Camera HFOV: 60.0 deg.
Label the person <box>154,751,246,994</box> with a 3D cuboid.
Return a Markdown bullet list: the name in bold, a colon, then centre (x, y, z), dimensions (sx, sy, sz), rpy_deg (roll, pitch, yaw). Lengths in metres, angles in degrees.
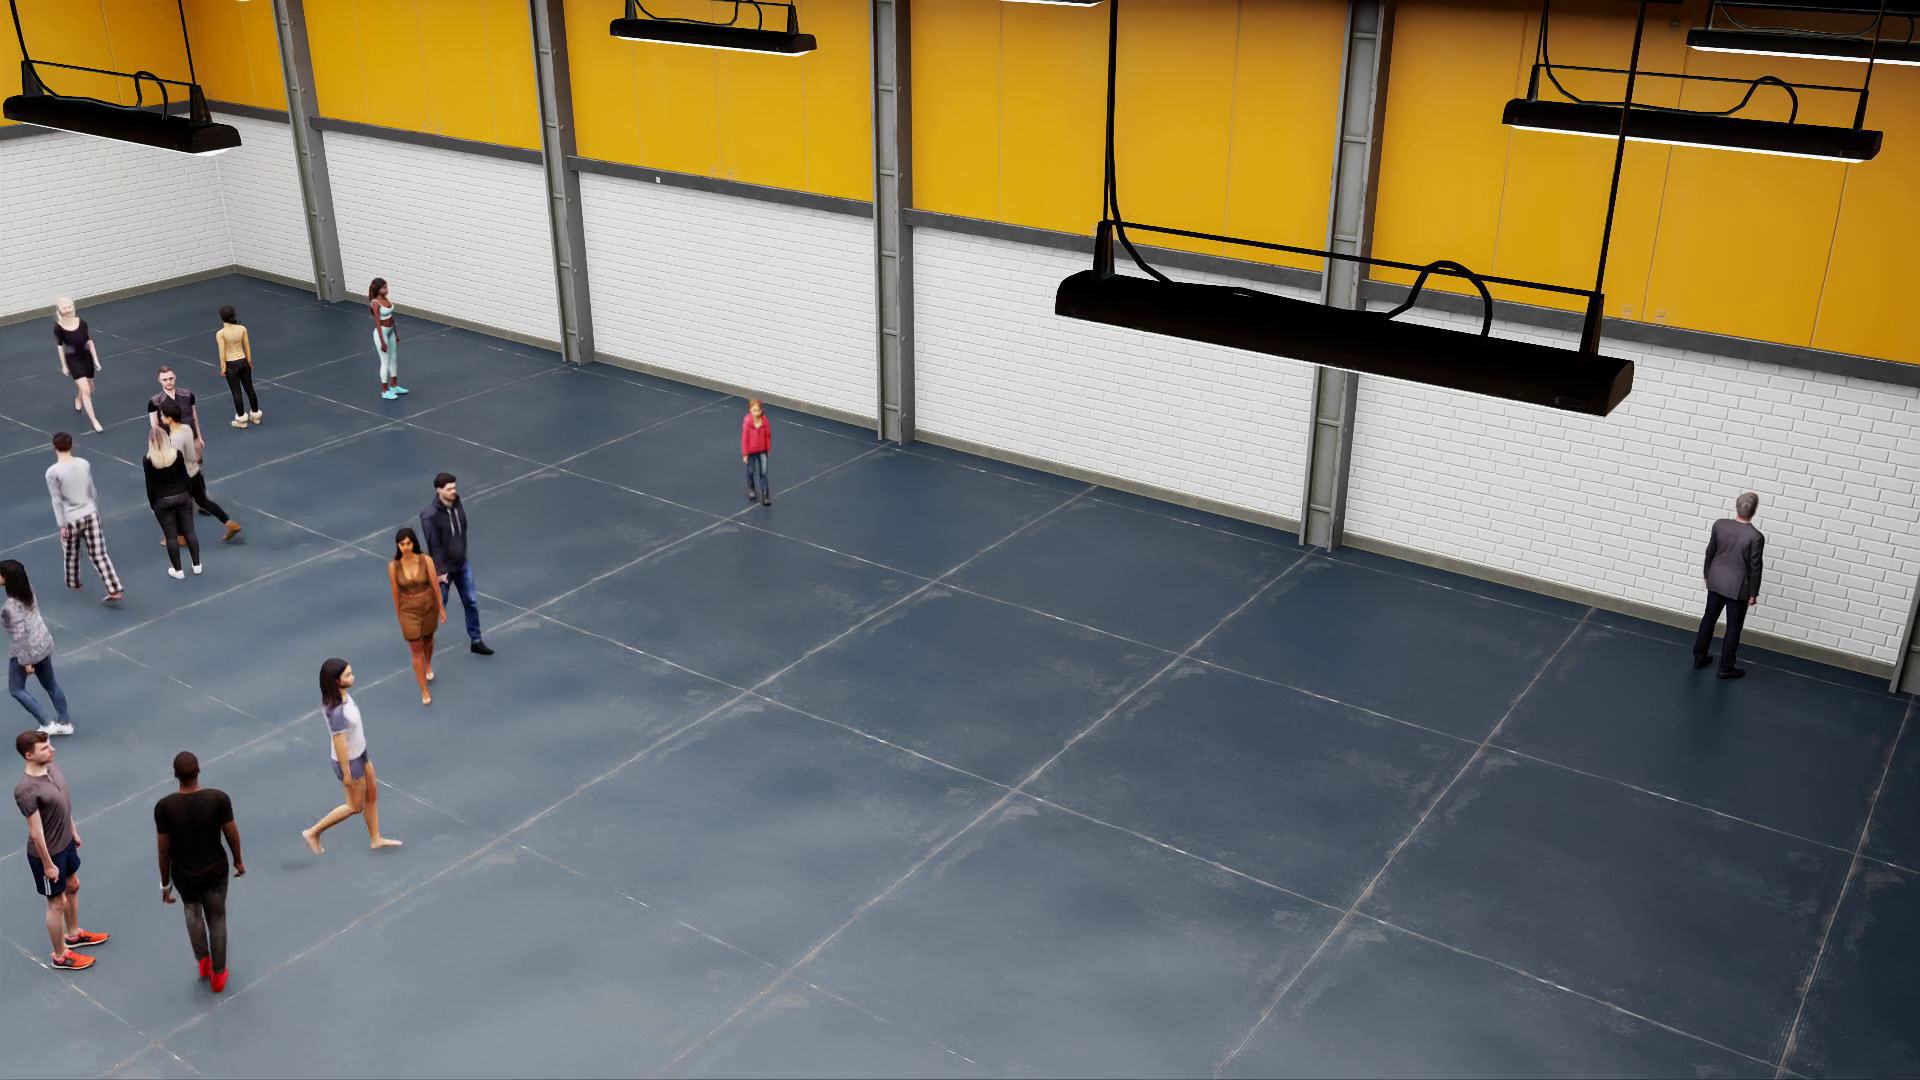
- **person**: centre (-5.188, 2.318, 11.368), dimensions (0.816, 1.789, 0.841), rpy_deg (-9, 25, -20)

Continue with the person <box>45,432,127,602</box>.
- **person**: centre (-8.983, -0.184, 17.086), dimensions (1.161, 1.794, 0.647), rpy_deg (15, 28, 31)

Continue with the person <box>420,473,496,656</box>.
- **person**: centre (-5.007, 0.233, 16.050), dimensions (1.177, 1.859, 0.658), rpy_deg (15, 28, 31)

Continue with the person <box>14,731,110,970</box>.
- **person**: centre (-6.372, 2.154, 11.669), dimensions (0.757, 1.848, 0.716), rpy_deg (-2, 24, -5)

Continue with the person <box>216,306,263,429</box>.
- **person**: centre (-9.622, -2.321, 22.141), dimensions (0.575, 1.660, 0.600), rpy_deg (18, 30, 36)

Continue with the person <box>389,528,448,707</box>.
- **person**: centre (-4.998, 0.646, 15.375), dimensions (0.935, 1.643, 1.122), rpy_deg (-10, 25, -21)

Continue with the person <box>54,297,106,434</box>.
- **person**: centre (-11.664, -2.324, 21.976), dimensions (1.109, 1.797, 0.595), rpy_deg (17, 29, 34)

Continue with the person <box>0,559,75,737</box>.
- **person**: centre (-8.039, 0.964, 14.556), dimensions (0.768, 1.717, 0.730), rpy_deg (0, 24, 1)

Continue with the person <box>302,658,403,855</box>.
- **person**: centre (-4.794, 1.709, 12.850), dimensions (0.987, 1.717, 0.962), rpy_deg (-7, 24, -15)

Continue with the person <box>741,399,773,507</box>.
- **person**: centre (-2.441, -1.058, 19.719), dimensions (0.848, 1.286, 0.977), rpy_deg (-7, 25, -17)

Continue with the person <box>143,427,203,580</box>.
- **person**: centre (-8.394, -0.401, 17.716), dimensions (0.662, 1.687, 0.621), rpy_deg (-18, 30, -36)

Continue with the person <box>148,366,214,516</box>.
- **person**: centre (-9.012, -1.133, 19.196), dimensions (0.733, 1.842, 0.667), rpy_deg (-20, 31, -38)

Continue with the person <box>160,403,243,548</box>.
- **person**: centre (-8.486, -0.712, 18.420), dimensions (1.178, 1.692, 1.015), rpy_deg (0, 24, 1)

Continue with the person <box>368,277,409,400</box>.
- **person**: centre (-8.027, -2.827, 23.226), dimensions (0.646, 1.719, 0.647), rpy_deg (4, 24, 9)

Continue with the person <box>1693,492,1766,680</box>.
- **person**: centre (7.272, 0.405, 15.679), dimensions (0.865, 1.841, 0.686), rpy_deg (-14, 27, -30)
